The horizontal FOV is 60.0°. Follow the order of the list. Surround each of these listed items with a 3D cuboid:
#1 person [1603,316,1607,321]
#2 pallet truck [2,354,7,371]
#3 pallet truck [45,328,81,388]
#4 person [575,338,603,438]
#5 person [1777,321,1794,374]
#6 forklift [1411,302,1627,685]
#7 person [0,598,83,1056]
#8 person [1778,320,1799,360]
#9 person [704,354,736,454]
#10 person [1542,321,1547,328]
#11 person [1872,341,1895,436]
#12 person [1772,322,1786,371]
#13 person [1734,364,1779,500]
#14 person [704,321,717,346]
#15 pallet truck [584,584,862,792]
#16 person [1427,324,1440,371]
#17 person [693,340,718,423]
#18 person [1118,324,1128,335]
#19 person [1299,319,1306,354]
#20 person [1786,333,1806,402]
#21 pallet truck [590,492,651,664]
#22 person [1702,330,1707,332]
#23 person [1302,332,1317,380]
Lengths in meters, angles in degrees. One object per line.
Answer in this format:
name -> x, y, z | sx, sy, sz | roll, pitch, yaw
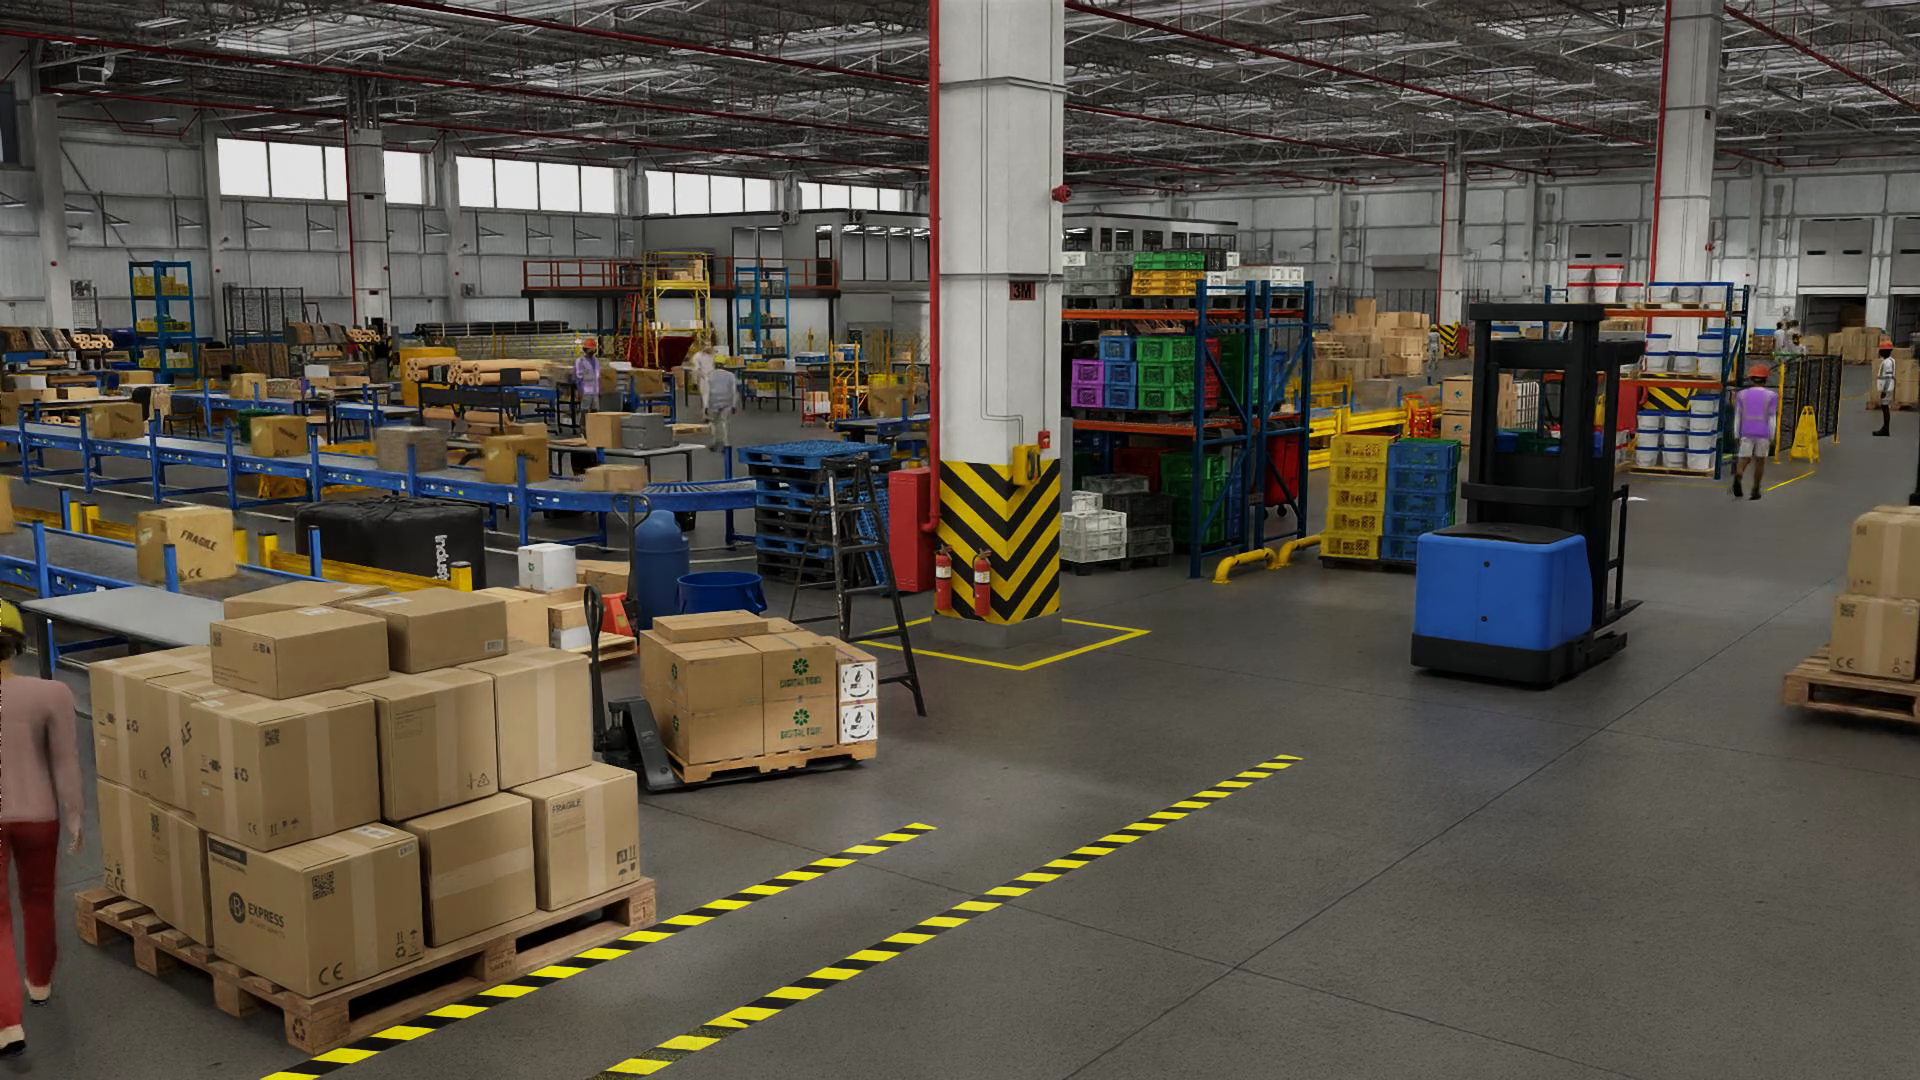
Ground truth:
person -> 29.633, -9.445, 76.757 | 1.067, 1.936, 0.637 | 8, 12, 44
pallet truck -> -24.881, -4.417, 42.634 | 1.885, 1.965, 0.823 | 8, 11, 41
pallet truck -> -23.775, -4.544, 43.495 | 1.885, 1.965, 0.823 | 6, 10, 35
person -> -7.071, -2.841, 31.865 | 0.388, 2.039, 0.613 | 5, 10, 33
person -> 29.633, -6.867, 59.412 | 0.619, 1.918, 0.640 | 2, 9, 15
forklift -> 4.379, -0.438, 12.852 | 1.129, 2.768, 1.873 | 7, 11, 37
person -> -3.693, 1.085, 6.455 | 0.523, 1.726, 0.857 | -7, 11, -38
person -> 35.489, -8.506, 70.945 | 1.018, 1.783, 0.640 | 3, 9, 21
person -> -4.366, -2.460, 30.107 | 0.614, 1.796, 0.848 | -3, 9, -19
person -> 24.326, -8.254, 69.078 | 0.431, 1.835, 0.624 | -2, 9, -15
person -> 18.750, -3.070, 33.758 | 0.375, 1.935, 0.550 | 5, 10, 30
person -> 30.363, -7.167, 61.660 | 0.541, 1.855, 0.426 | -1, 8, -6
person -> 11.082, -1.495, 23.205 | 0.550, 1.921, 0.622 | 8, 11, 41
person -> -9.785, -7.699, 65.423 | 0.529, 1.811, 0.939 | -7, 11, -38
pallet truck -> -1.426, 0.805, 10.019 | 1.601, 1.201, 0.680 | -4, 9, -26
person -> 17.601, -7.141, 61.852 | 0.485, 1.744, 0.294 | 0, 8, 2
person -> -5.562, -3.517, 37.011 | 0.664, 1.857, 0.964 | -5, 10, -28
person -> 5.218, -5.939, 53.176 | 0.396, 1.914, 0.590 | -5, 10, -28
person -> 15.980, -9.541, 77.376 | 0.356, 1.937, 0.552 | -7, 11, -38
person -> 21.647, -4.421, 43.119 | 0.329, 1.865, 0.509 | -3, 9, -19
pallet truck -> -3.115, 0.344, 12.883 | 0.653, 1.274, 1.630 | 7, 11, 37
person -> 19.130, -4.479, 43.230 | 0.530, 1.948, 0.602 | 1, 9, 9
person -> 10.311, -5.246, 49.038 | 0.345, 1.757, 0.522 | -8, 11, -42
